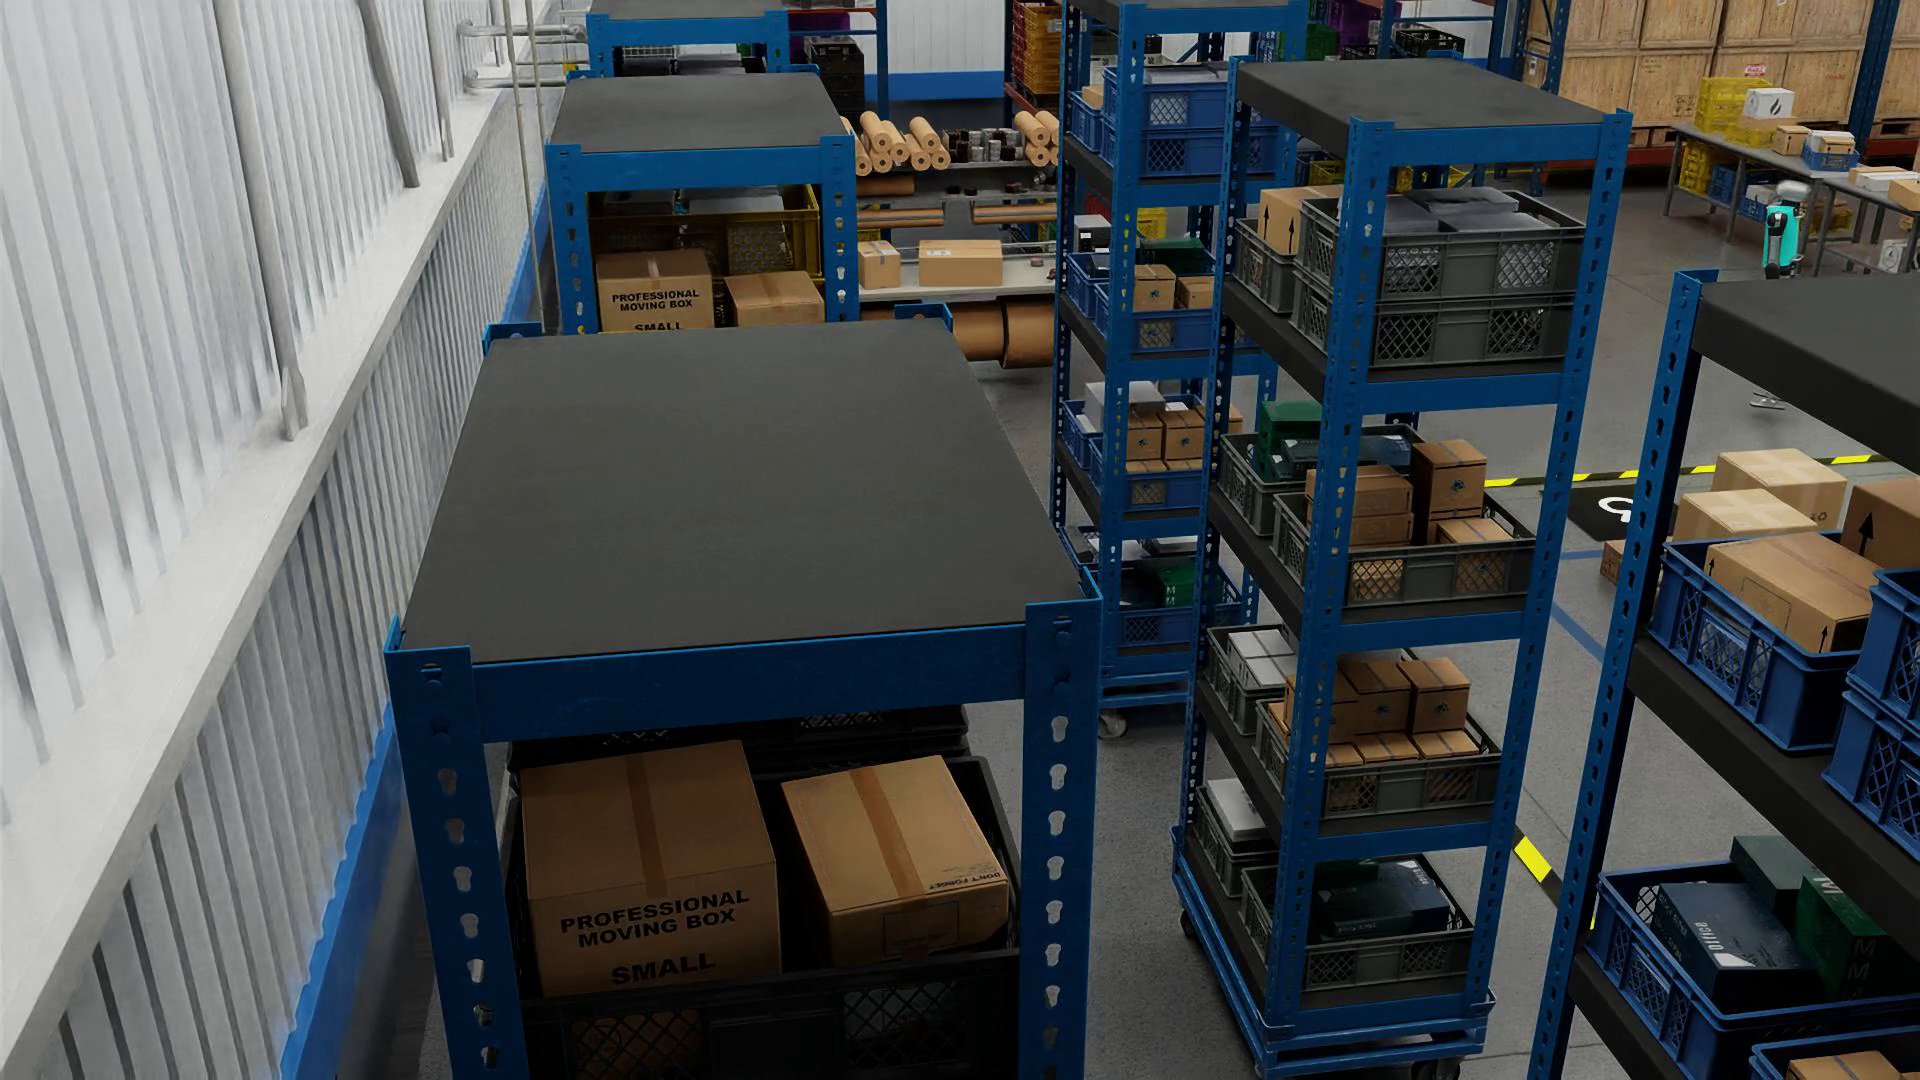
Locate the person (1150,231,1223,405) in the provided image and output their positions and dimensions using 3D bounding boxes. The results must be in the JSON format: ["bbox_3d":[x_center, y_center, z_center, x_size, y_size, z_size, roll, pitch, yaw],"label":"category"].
[{"bbox_3d":[1.468,-1.101,10.796,0.597,1.850,0.386,-4,25,-9],"label":"person"}]

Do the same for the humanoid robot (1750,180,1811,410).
[{"bbox_3d":[6.204,-1.769,12.231,0.735,1.673,0.533,16,29,31],"label":"humanoid robot"}]
